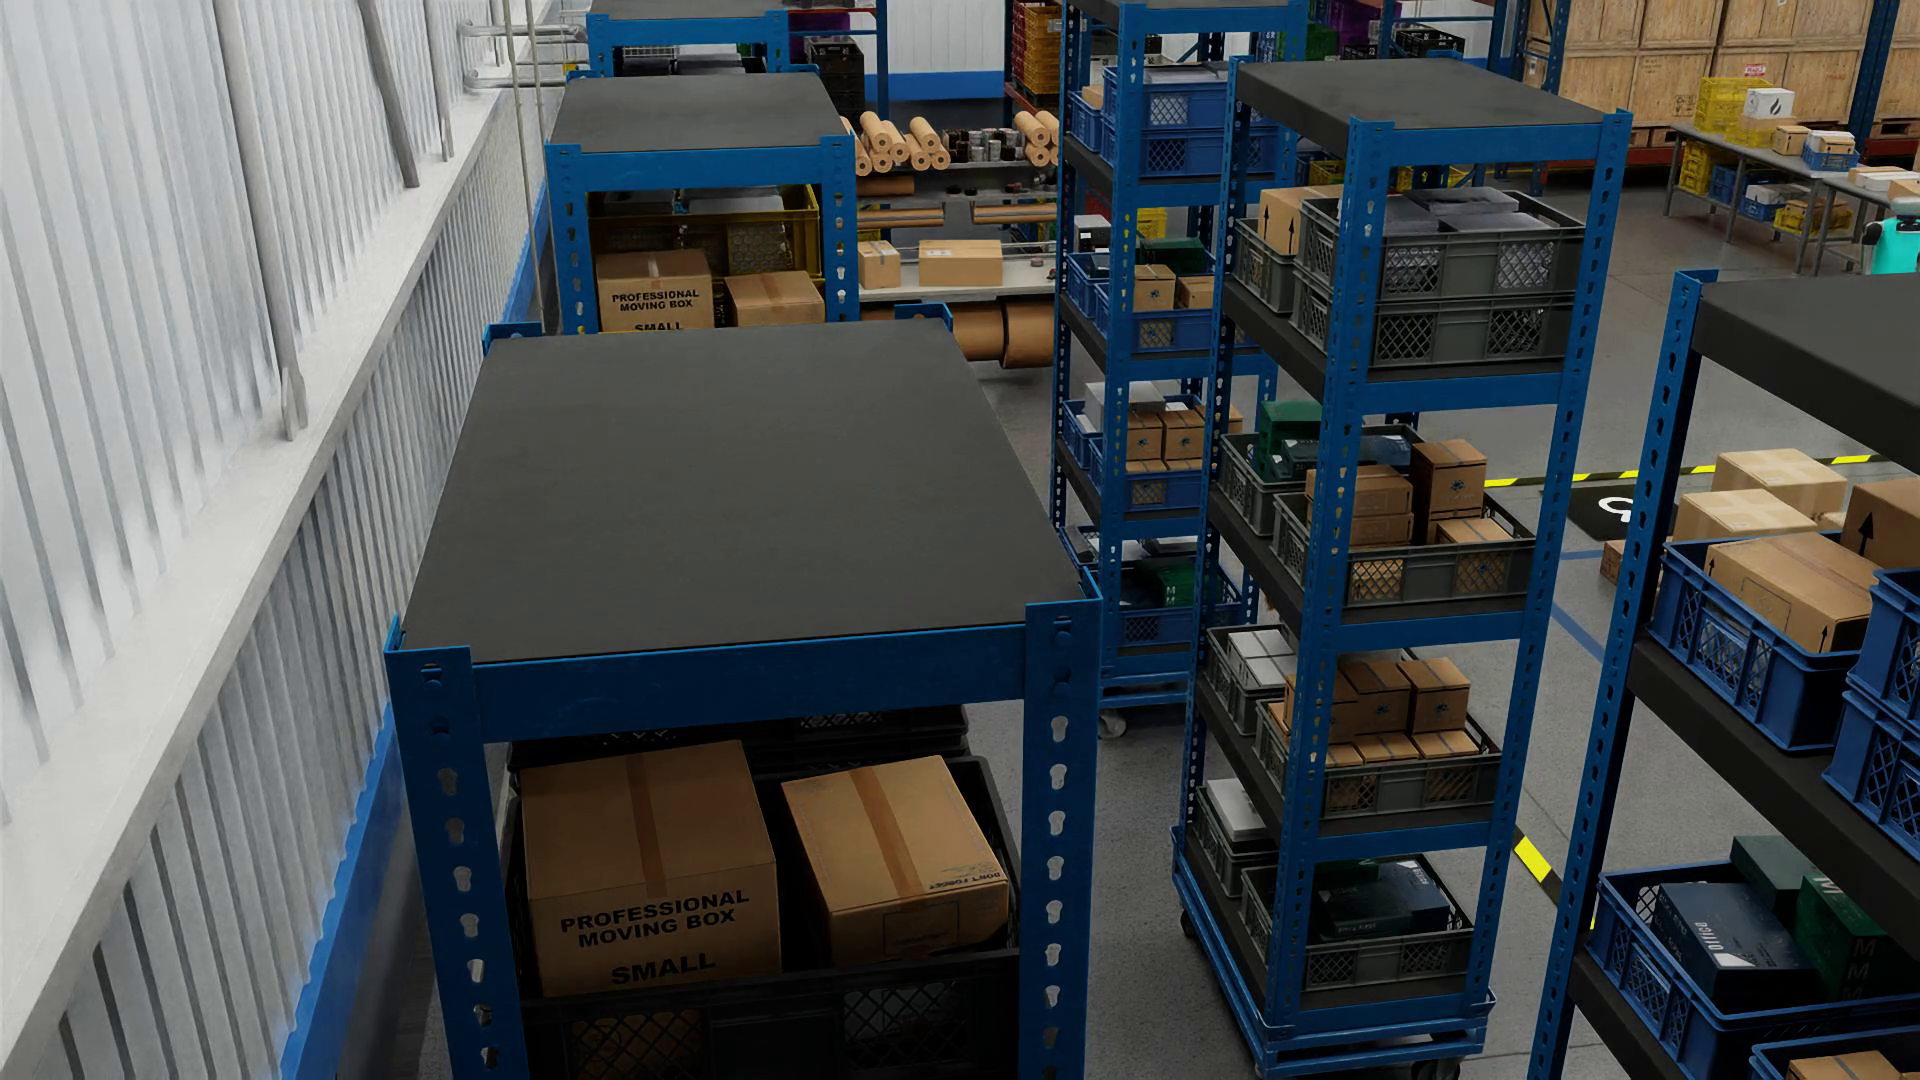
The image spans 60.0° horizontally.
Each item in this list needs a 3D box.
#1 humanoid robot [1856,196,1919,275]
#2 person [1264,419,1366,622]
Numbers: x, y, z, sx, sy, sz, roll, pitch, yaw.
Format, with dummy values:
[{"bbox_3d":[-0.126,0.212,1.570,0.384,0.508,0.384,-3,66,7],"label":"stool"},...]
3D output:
[{"bbox_3d":[6.638,-1.541,11.736,0.533,1.672,0.735,0,25,0],"label":"humanoid robot"},{"bbox_3d":[1.745,0.199,7.978,0.587,1.847,0.397,-1,25,-3],"label":"person"}]
